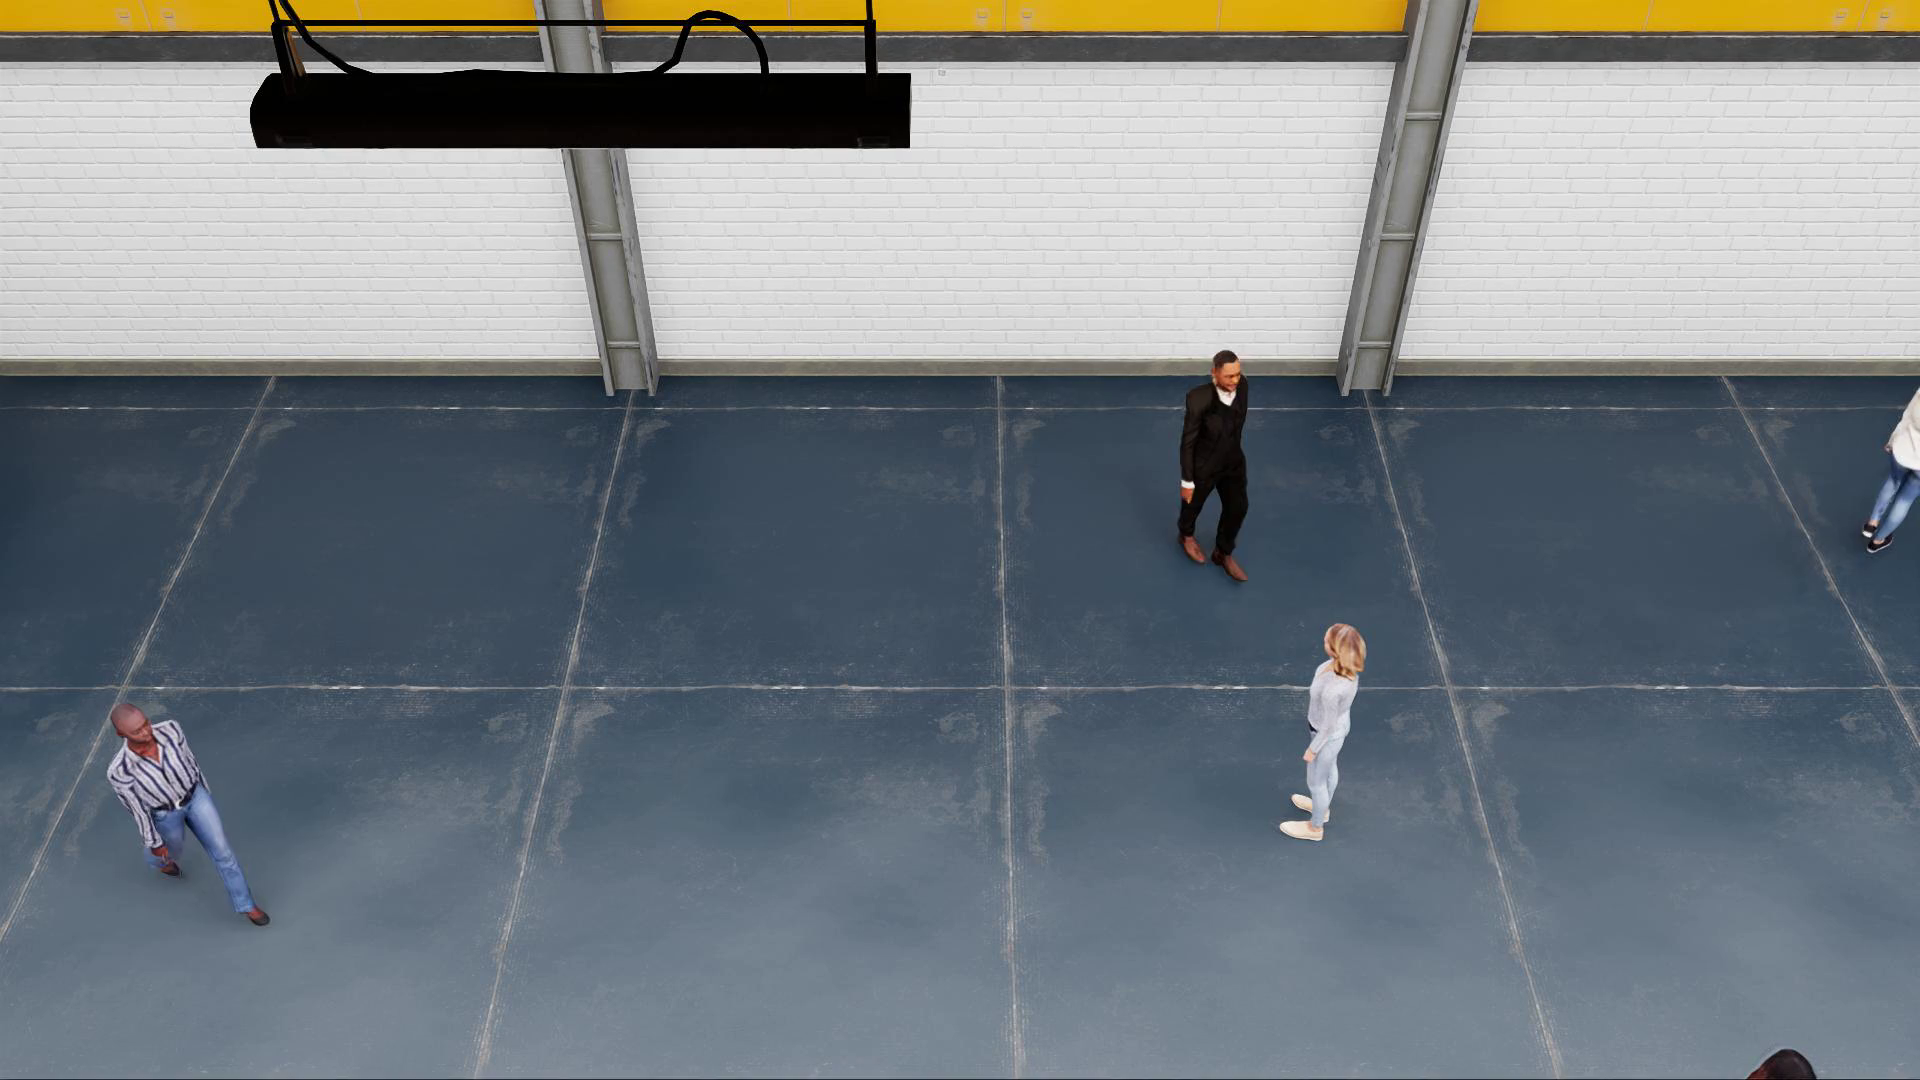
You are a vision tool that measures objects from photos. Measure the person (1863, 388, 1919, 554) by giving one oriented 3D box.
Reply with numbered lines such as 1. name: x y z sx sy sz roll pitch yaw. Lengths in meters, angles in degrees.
1. person: 6.701 -0.547 11.691 0.772 1.681 0.740 -28 50 -26

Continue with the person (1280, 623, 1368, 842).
1. person: 2.173 1.140 9.839 0.646 1.794 0.658 19 47 19

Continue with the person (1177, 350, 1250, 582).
1. person: 1.709 -0.604 11.607 0.992 1.882 1.022 -20 47 -19

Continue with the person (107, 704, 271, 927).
1. person: -4.513 1.530 9.451 1.199 1.764 1.009 23 48 22
